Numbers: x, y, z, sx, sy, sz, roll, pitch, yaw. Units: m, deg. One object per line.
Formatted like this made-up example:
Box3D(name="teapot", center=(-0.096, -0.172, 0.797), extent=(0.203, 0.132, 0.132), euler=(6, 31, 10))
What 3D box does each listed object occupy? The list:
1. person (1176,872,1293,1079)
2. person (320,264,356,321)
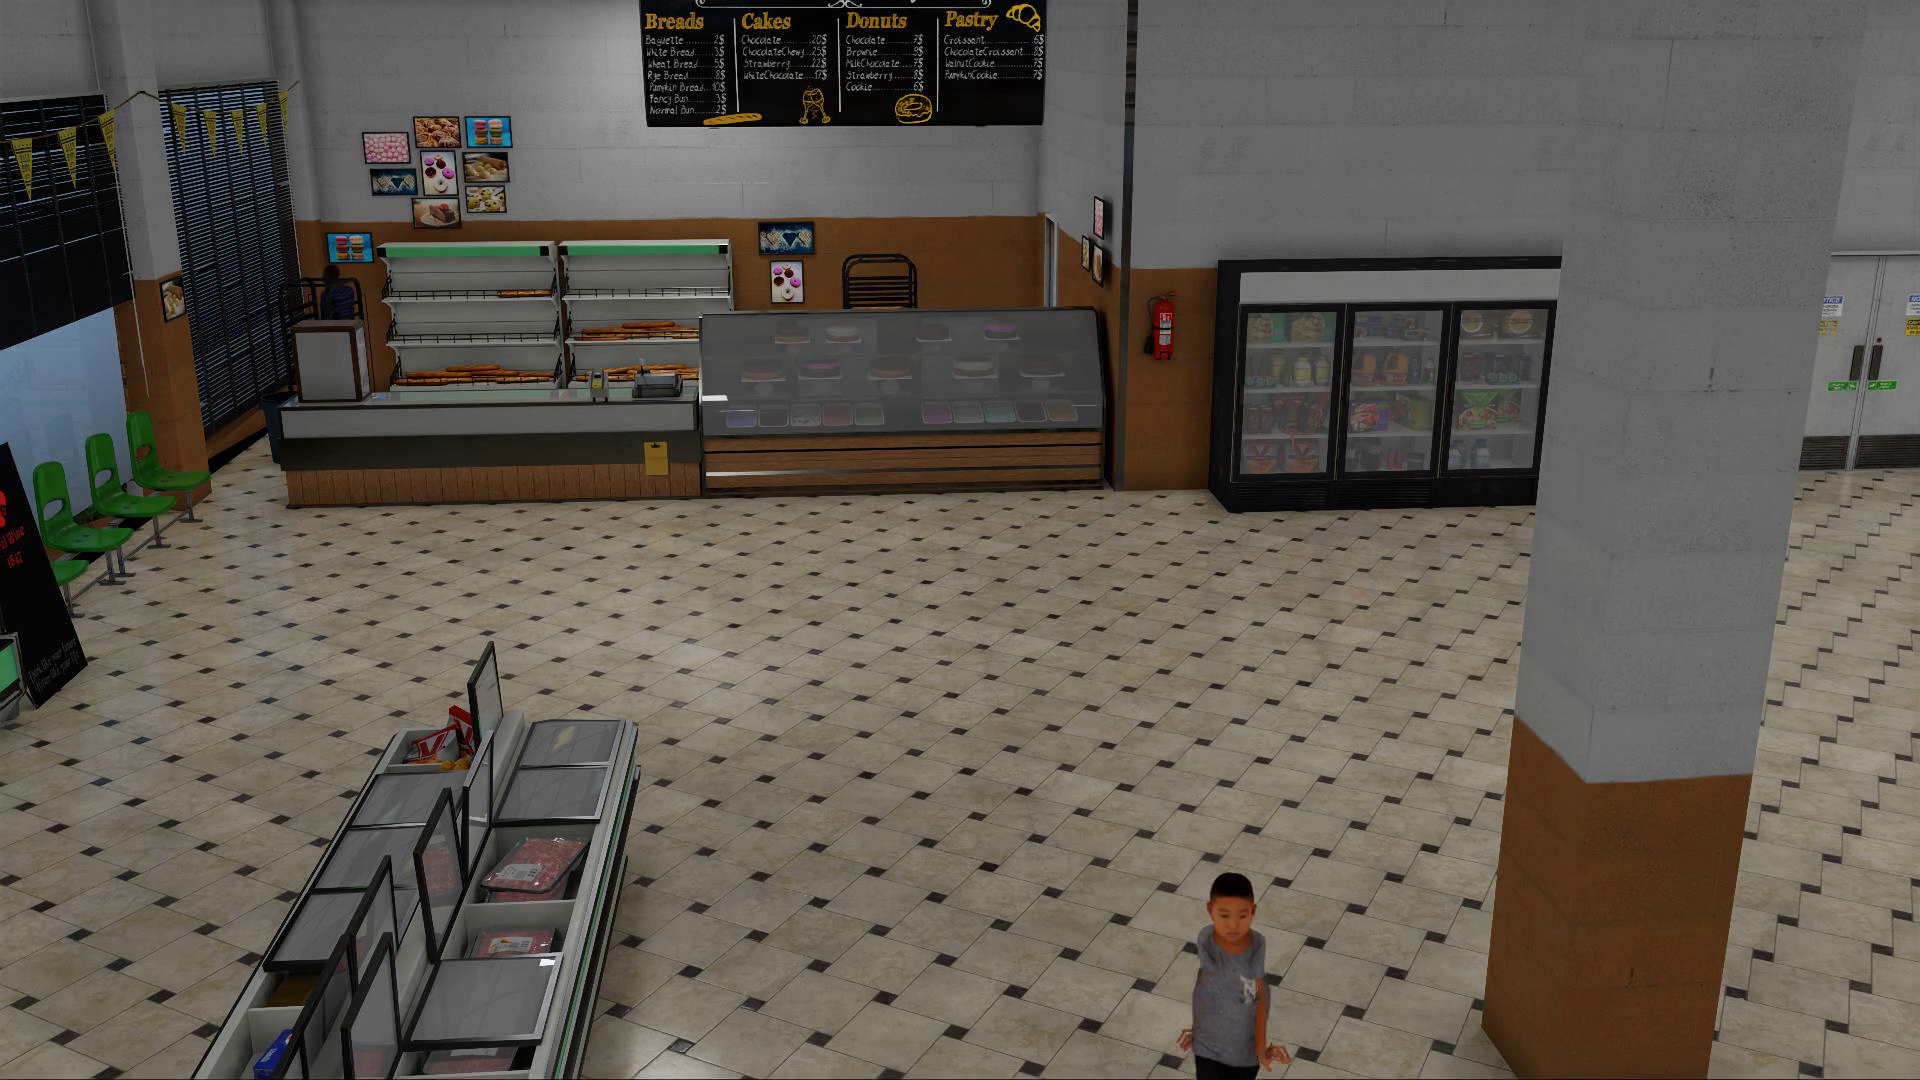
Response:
Box3D(name="person", center=(1.037, 1.879, 6.459), extent=(0.605, 1.427, 0.990), euler=(-1, 17, -2))
Box3D(name="person", center=(-7.379, -2.367, 19.756), extent=(0.834, 1.824, 0.712), euler=(6, 18, 20))
